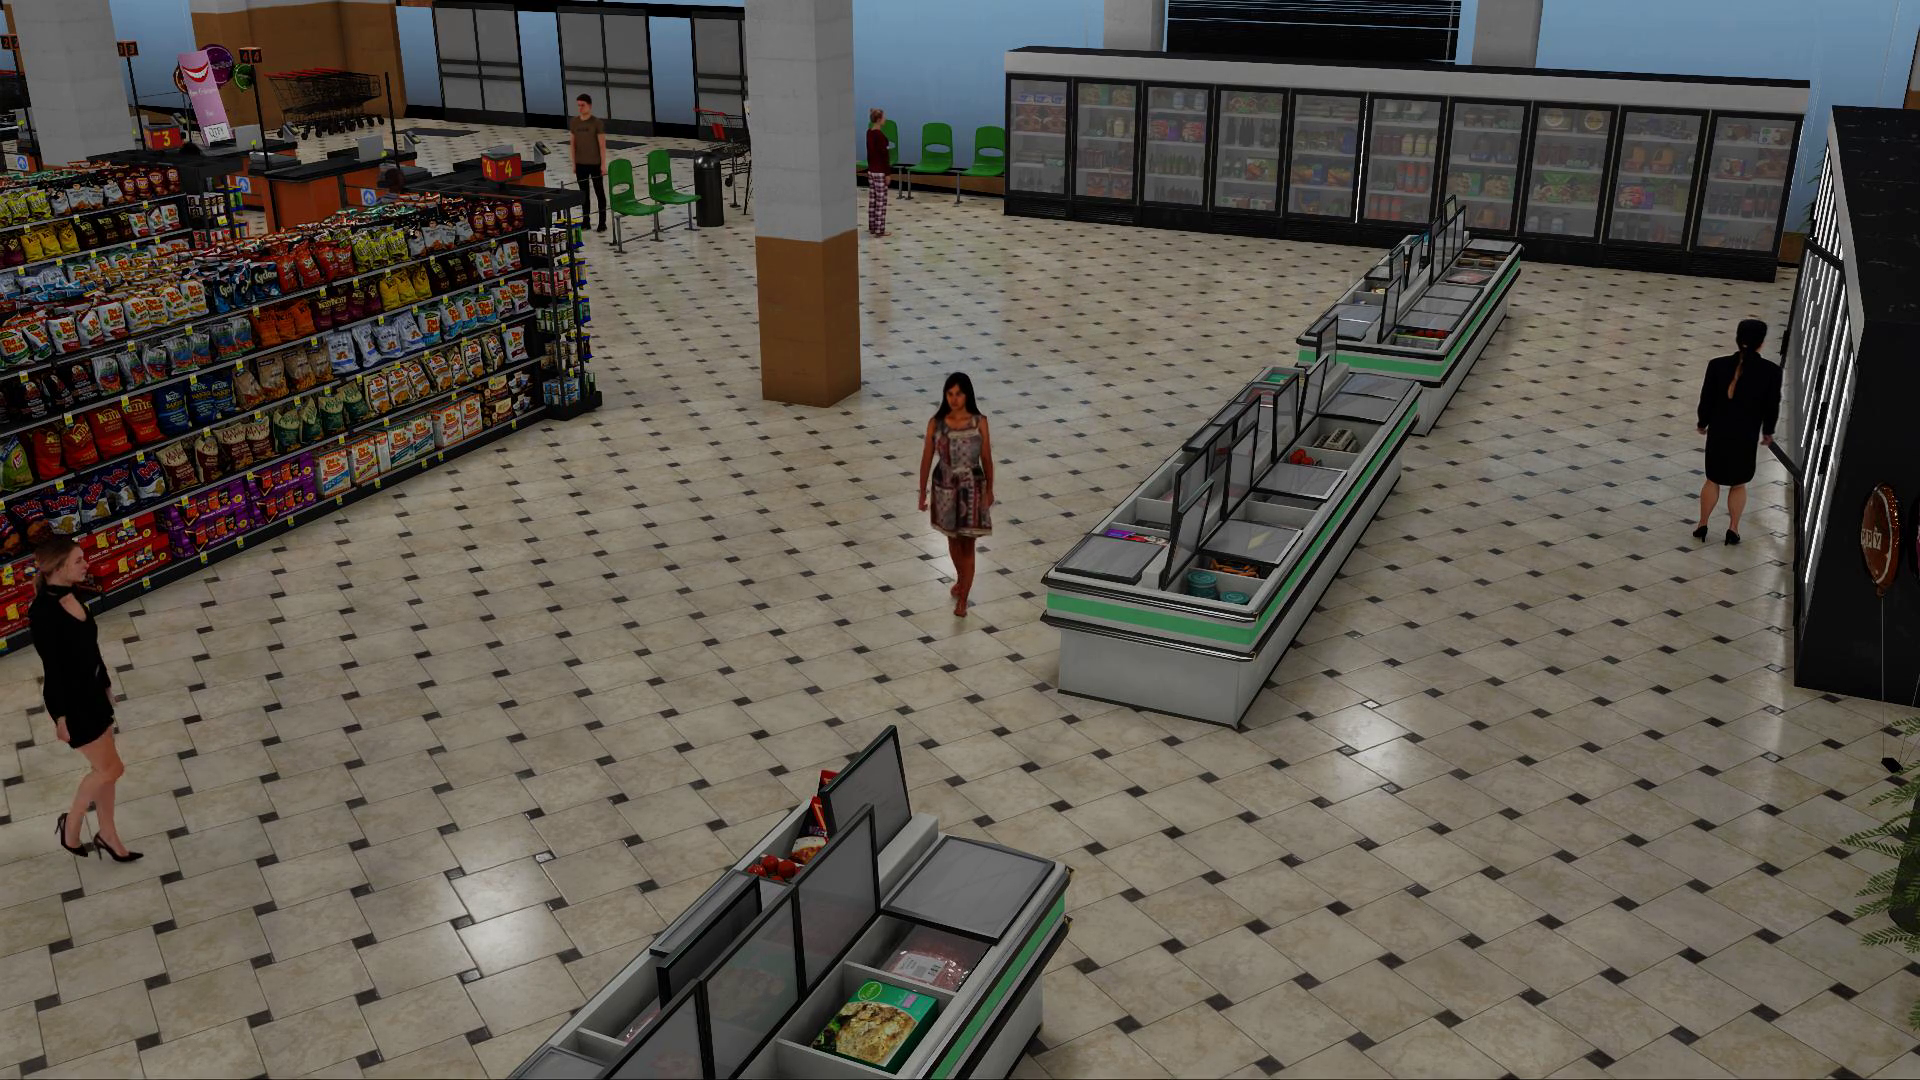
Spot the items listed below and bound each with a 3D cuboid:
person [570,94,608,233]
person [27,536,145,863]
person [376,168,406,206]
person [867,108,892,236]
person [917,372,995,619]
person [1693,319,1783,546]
[{"bbox_3d":[-5.074,-5.169,22.806,0.699,1.851,0.636,5,22,13],"label":"person"},{"bbox_3d":[-4.320,0.820,8.034,0.798,1.753,0.736,-2,22,-5],"label":"person"},{"bbox_3d":[-5.868,-3.003,17.493,0.631,1.794,0.539,9,24,22],"label":"person"},{"bbox_3d":[-1.110,-5.013,22.624,0.686,1.698,0.681,-13,25,-30],"label":"person"},{"bbox_3d":[0.008,-0.342,11.116,0.836,1.609,1.117,4,22,9],"label":"person"},{"bbox_3d":[5.627,-0.772,12.105,0.699,1.671,0.630,12,25,27],"label":"person"}]
